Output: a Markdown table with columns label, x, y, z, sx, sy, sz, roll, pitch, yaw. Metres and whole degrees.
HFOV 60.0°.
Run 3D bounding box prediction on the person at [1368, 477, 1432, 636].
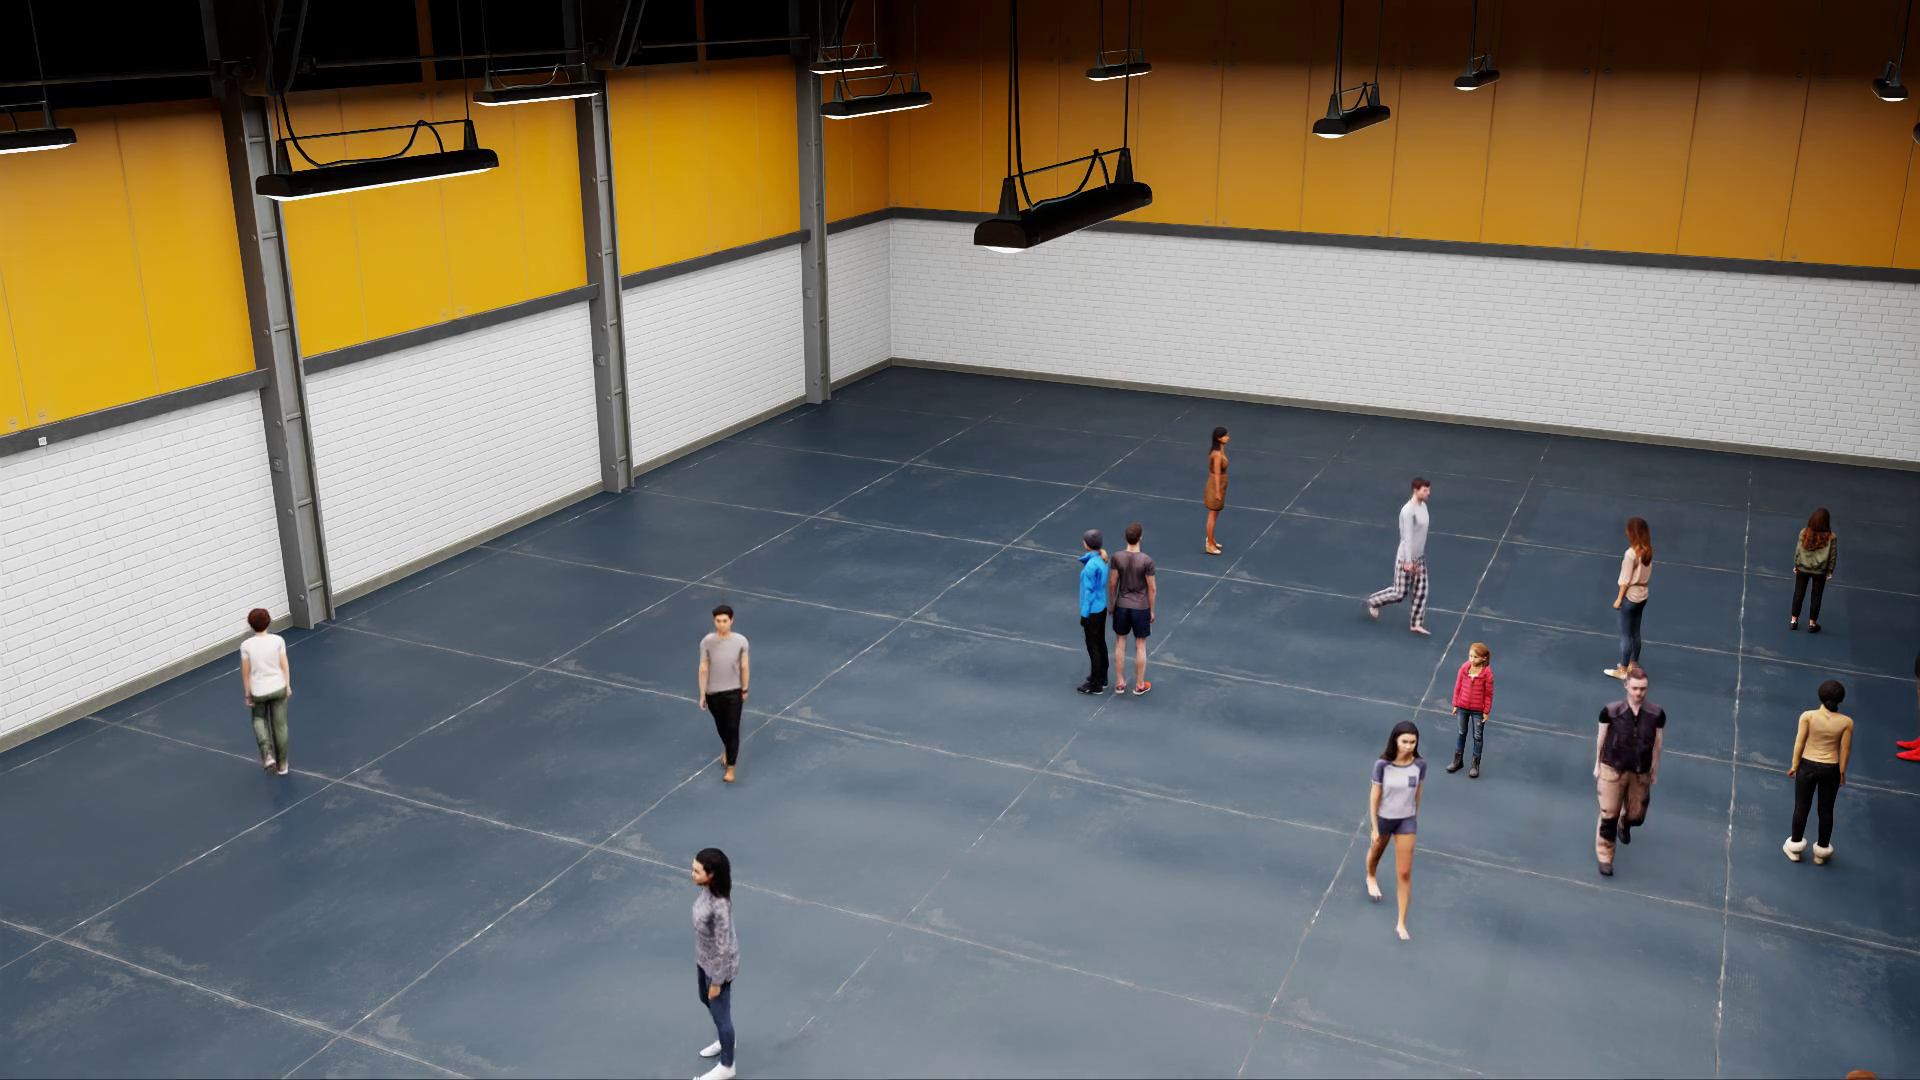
| label | x | y | z | sx | sy | sz | roll | pitch | yaw |
| --- | --- | --- | --- | --- | --- | --- | --- | --- | --- |
| person | 5.102 | 0.169 | 19.095 | 1.065 | 1.824 | 0.938 | -17 | 25 | -41 |

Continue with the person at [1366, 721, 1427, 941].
| label | x | y | z | sx | sy | sz | roll | pitch | yaw |
| --- | --- | --- | --- | --- | --- | --- | --- | --- | --- |
| person | 3.418 | 2.216 | 13.236 | 0.925 | 1.683 | 1.232 | 0 | 19 | -1 |

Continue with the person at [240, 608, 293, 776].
| label | x | y | z | sx | sy | sz | roll | pitch | yaw |
| --- | --- | --- | --- | --- | --- | --- | --- | --- | --- |
| person | -6.469 | 1.451 | 15.568 | 0.750 | 1.646 | 0.805 | -8 | 20 | -22 |

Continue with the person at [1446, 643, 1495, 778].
| label | x | y | z | sx | sy | sz | roll | pitch | yaw |
| --- | --- | --- | --- | --- | --- | --- | --- | --- | --- |
| person | 4.837 | 1.581 | 15.695 | 0.544 | 1.318 | 0.541 | 13 | 22 | 33 |

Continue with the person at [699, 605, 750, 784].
| label | x | y | z | sx | sy | sz | roll | pitch | yaw |
| --- | --- | --- | --- | --- | --- | --- | --- | --- | --- |
| person | -2.218 | 1.397 | 15.684 | 0.903 | 1.673 | 1.189 | 0 | 19 | 1 |

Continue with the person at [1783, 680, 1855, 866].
| label | x | y | z | sx | sy | sz | roll | pitch | yaw |
| --- | --- | --- | --- | --- | --- | --- | --- | --- | --- |
| person | 7.268 | 1.950 | 14.065 | 0.590 | 1.659 | 0.539 | 8 | 20 | 23 |

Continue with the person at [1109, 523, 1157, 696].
| label | x | y | z | sx | sy | sz | roll | pitch | yaw |
| --- | --- | --- | --- | --- | --- | --- | --- | --- | --- |
| person | 1.795 | 0.723 | 17.405 | 0.661 | 1.853 | 0.566 | 7 | 20 | 19 |

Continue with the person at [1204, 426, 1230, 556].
| label | x | y | z | sx | sy | sz | roll | pitch | yaw |
| --- | --- | --- | --- | --- | --- | --- | --- | --- | --- |
| person | 3.359 | -0.666 | 21.786 | 0.653 | 1.689 | 0.506 | 4 | 19 | 13 |

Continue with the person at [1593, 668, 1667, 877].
| label | x | y | z | sx | sy | sz | roll | pitch | yaw |
| --- | --- | --- | --- | --- | --- | --- | --- | --- | --- |
| person | 5.580 | 1.888 | 13.994 | 0.799 | 1.822 | 0.979 | 4 | 19 | 11 |

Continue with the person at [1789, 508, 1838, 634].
| label | x | y | z | sx | sy | sz | roll | pitch | yaw |
| --- | --- | --- | --- | --- | --- | --- | --- | --- | --- |
| person | 9.816 | 0.337 | 19.141 | 0.613 | 1.475 | 0.561 | 13 | 22 | 33 |

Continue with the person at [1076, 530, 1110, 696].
| label | x | y | z | sx | sy | sz | roll | pitch | yaw |
| --- | --- | --- | --- | --- | --- | --- | --- | --- | --- |
| person | 1.412 | 0.744 | 17.425 | 0.675 | 1.800 | 0.454 | 9 | 21 | 25 |

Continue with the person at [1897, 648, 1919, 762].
| label | x | y | z | sx | sy | sz | roll | pitch | yaw |
| --- | --- | --- | --- | --- | --- | --- | --- | --- | --- |
| person | 9.317 | 1.247 | 15.927 | 0.713 | 1.803 | 0.467 | 10 | 21 | 26 |

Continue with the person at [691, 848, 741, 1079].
| label | x | y | z | sx | sy | sz | roll | pitch | yaw |
| --- | --- | --- | --- | --- | --- | --- | --- | --- | --- |
| person | -1.607 | 2.848 | 11.284 | 0.788 | 1.731 | 0.731 | -7 | 20 | -19 |

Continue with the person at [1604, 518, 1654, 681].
| label | x | y | z | sx | sy | sz | roll | pitch | yaw |
| --- | --- | --- | --- | --- | --- | --- | --- | --- | --- |
| person | 7.204 | 0.624 | 17.799 | 0.623 | 1.789 | 0.731 | -12 | 22 | -33 |
